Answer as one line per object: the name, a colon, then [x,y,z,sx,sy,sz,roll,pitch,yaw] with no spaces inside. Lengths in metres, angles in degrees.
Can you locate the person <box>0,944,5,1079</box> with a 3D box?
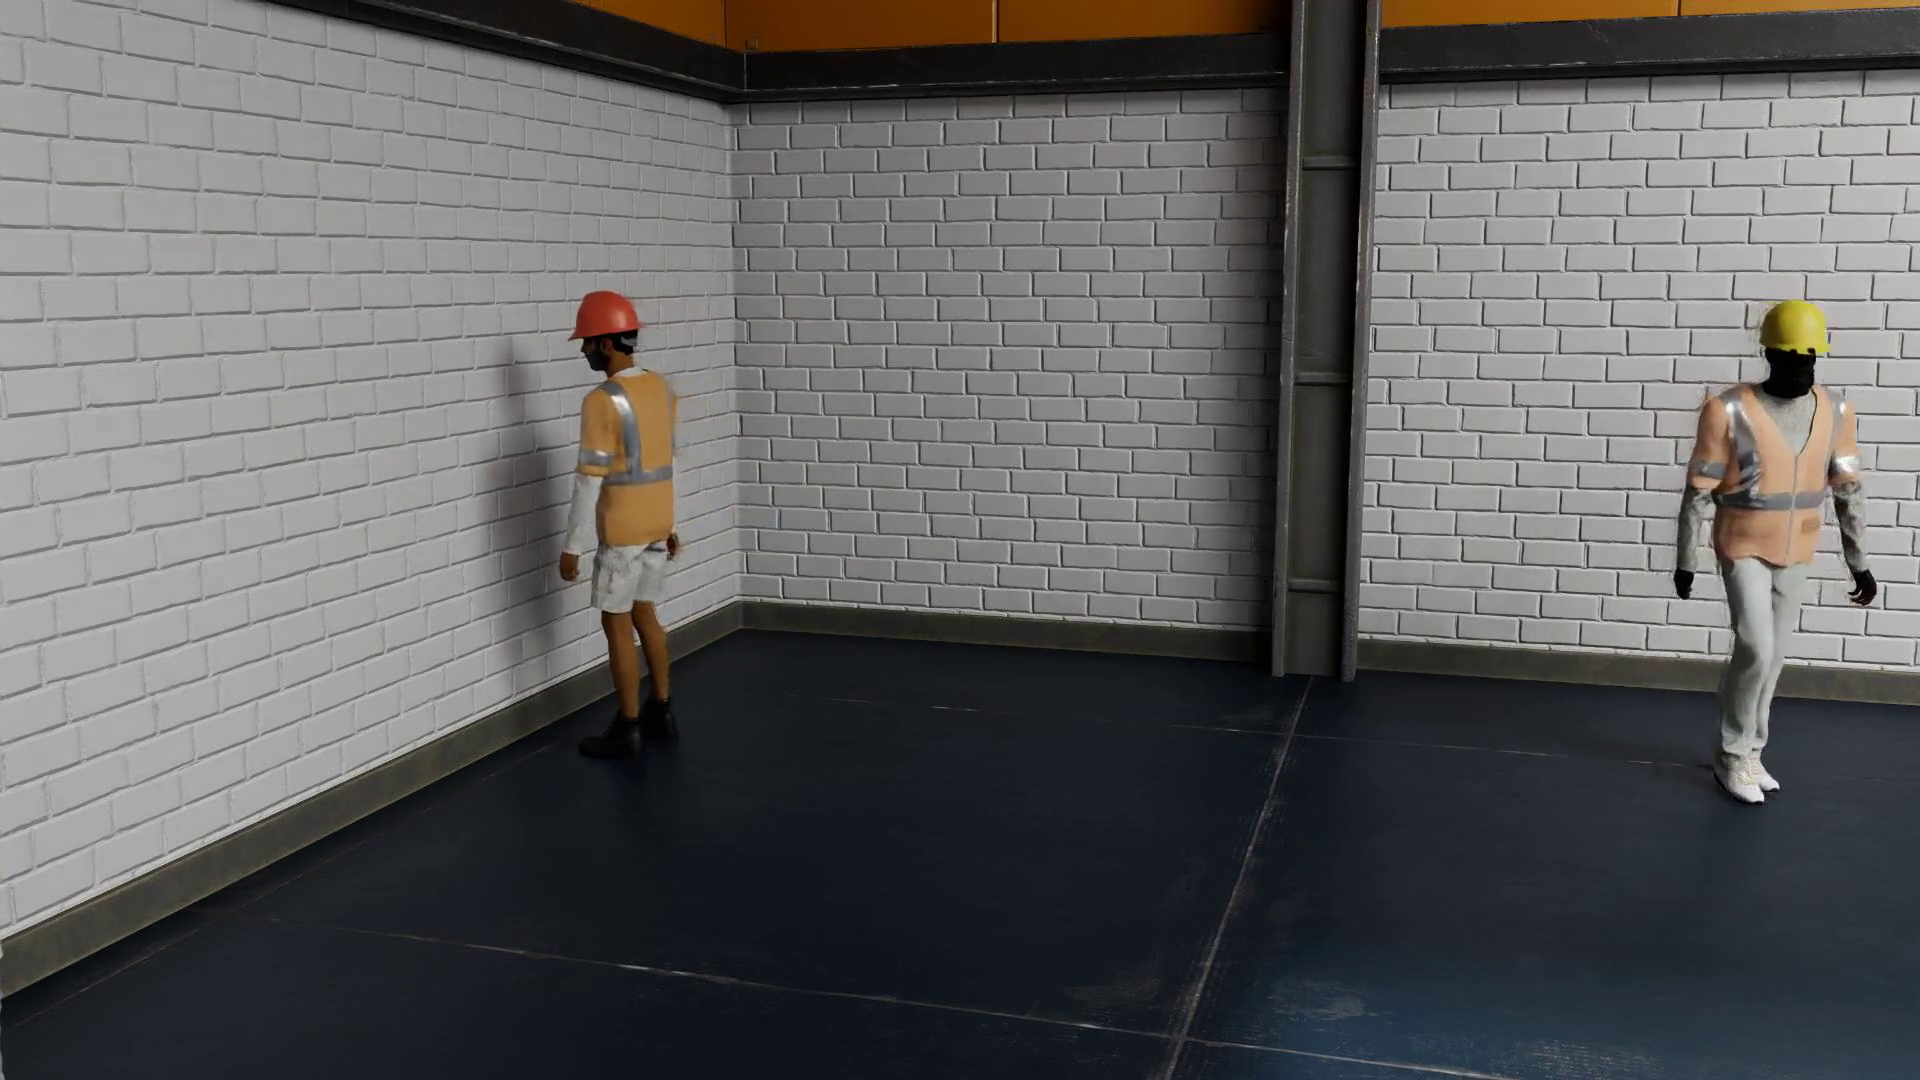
person: [-1.767,0.761,2.775,0.278,1.631,0.507,-1,9,-3]

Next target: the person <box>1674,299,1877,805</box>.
person: [3.081,0.054,6.280,0.618,1.901,0.630,-1,9,-8]

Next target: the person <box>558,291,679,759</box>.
person: [-1.388,-0.050,6.832,0.408,1.924,0.593,4,10,21]
